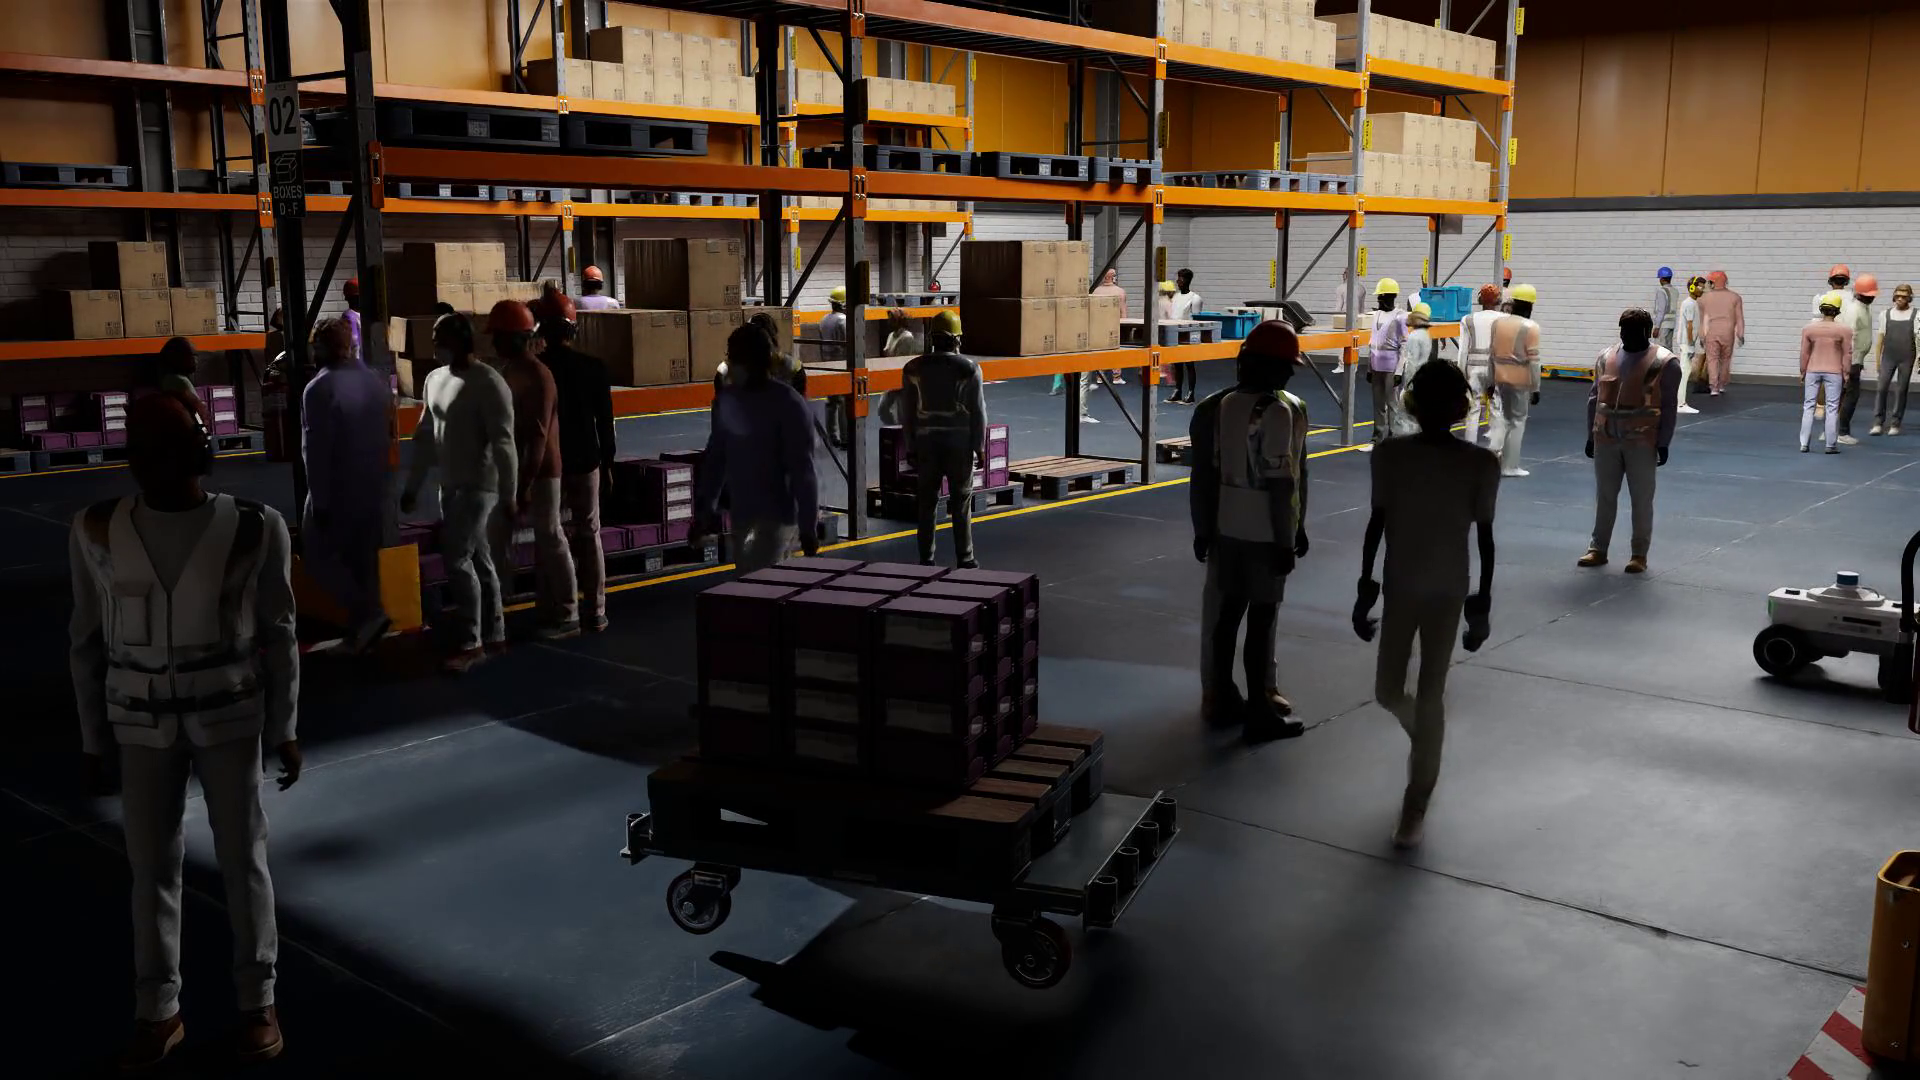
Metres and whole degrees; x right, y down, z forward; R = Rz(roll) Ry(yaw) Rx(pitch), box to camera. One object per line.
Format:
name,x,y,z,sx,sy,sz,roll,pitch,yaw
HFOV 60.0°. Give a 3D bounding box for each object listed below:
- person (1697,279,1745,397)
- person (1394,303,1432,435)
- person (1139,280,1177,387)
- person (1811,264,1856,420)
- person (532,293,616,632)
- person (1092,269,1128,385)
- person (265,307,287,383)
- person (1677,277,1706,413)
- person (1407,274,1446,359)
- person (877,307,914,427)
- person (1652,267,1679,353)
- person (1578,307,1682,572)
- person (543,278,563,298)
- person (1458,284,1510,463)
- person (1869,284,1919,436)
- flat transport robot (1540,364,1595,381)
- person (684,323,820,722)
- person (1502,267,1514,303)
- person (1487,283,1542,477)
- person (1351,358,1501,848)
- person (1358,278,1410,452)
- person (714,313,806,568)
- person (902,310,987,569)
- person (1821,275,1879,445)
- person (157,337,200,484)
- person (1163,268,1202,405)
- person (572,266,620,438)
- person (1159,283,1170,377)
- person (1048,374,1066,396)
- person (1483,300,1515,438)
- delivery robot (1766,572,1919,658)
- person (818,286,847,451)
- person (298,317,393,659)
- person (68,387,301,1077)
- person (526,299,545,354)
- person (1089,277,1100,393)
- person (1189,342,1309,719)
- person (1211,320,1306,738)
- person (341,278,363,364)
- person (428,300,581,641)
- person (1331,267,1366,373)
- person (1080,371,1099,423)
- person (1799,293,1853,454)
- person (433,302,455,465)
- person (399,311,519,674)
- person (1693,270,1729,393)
person,11.655,-3.138,25.536,0.689,1.838,0.960,4,11,19
person,4.601,-1.546,16.922,0.337,1.698,0.582,6,12,31
person,3.247,-3.311,26.829,0.777,1.744,0.532,-4,11,-21
person,11.500,-2.600,21.903,0.614,2.041,0.393,2,10,11
person,-2.318,-0.433,9.703,0.613,1.994,0.381,-4,11,-19
person,2.488,-3.524,27.556,0.642,1.909,0.408,5,11,27
person,-7.257,-1.687,17.897,0.492,1.626,0.284,6,12,30
person,10.030,-2.678,22.864,0.329,1.865,0.518,3,10,16
person,6.856,-2.991,24.485,0.596,1.916,0.372,3,10,18
person,-0.668,-1.683,17.870,0.369,1.625,0.525,-6,12,-30
person,11.647,-3.540,27.534,0.616,1.942,0.394,-10,14,-44
person,4.675,-0.699,11.656,0.621,1.845,0.429,10,14,44
person,-4.965,-2.156,19.782,0.567,1.911,0.636,-5,11,-28
person,5.507,-1.730,17.411,0.573,1.883,0.355,4,11,19
person,11.208,-2.134,19.879,0.539,1.818,0.755,7,12,36
flat transport robot,10.683,-2.882,28.555,0.652,0.197,1.431,-5,11,-28
person,-1.043,-0.073,7.934,0.963,1.895,0.634,-9,13,-42
person,8.825,-3.455,27.061,0.545,1.942,0.352,7,12,35
person,5.461,-1.564,16.374,0.446,1.908,0.613,-6,11,-29
person,1.813,0.209,6.463,0.528,1.851,0.698,6,12,31
person,4.659,-1.894,18.217,0.370,1.927,0.588,-5,11,-25
person,-1.294,-0.579,11.013,0.618,1.836,0.430,2,10,11
person,-0.099,-0.674,11.536,0.599,1.832,0.404,2,10,12
person,10.292,-2.078,19.239,0.542,1.947,0.706,8,13,40
person,-5.501,-0.625,11.824,0.281,1.633,0.498,-9,13,-41
person,3.231,-2.938,24.048,0.367,1.966,0.607,-7,12,-34
person,-4.312,-2.204,19.650,0.608,2.044,0.378,-4,11,-22
person,3.532,-3.669,29.141,0.310,1.638,0.523,-3,10,-16
person,1.501,-3.107,25.654,0.554,1.739,0.636,7,12,34
person,6.502,-2.024,19.767,0.514,1.642,0.310,7,12,36
delivery robot,4.642,0.411,8.729,0.707,0.478,0.477,9,13,41
person,-1.327,-1.919,18.619,0.404,1.835,0.586,-8,13,-37
person,-3.328,-0.259,9.047,0.488,1.886,0.651,3,10,17
person,-2.113,0.524,4.566,0.573,1.885,0.356,-2,10,-13
person,-4.772,-1.858,18.699,0.322,1.690,0.536,-10,14,-43
person,1.946,-3.234,26.189,0.483,1.809,1.005,-5,11,-28
person,1.406,-0.056,7.998,0.634,1.839,0.429,-3,11,-18
person,1.391,-0.053,7.732,0.385,1.927,0.545,-4,11,-22
person,-6.383,-1.809,17.700,0.355,1.938,0.545,-3,10,-15
person,-2.564,-0.358,9.370,0.886,1.953,0.629,-8,13,-39
person,7.003,-3.967,30.074,0.642,1.909,0.410,-5,11,-27
person,1.649,-2.328,21.515,0.278,1.636,0.501,-1,10,-5
person,9.505,-1.824,18.275,0.530,1.768,0.312,8,13,40
person,-5.348,-1.632,17.373,0.320,1.698,0.531,1,10,6
person,-2.728,-0.253,8.888,0.640,1.915,0.696,9,14,43
person,11.596,-3.198,25.670,0.453,1.912,0.650,3,10,18
